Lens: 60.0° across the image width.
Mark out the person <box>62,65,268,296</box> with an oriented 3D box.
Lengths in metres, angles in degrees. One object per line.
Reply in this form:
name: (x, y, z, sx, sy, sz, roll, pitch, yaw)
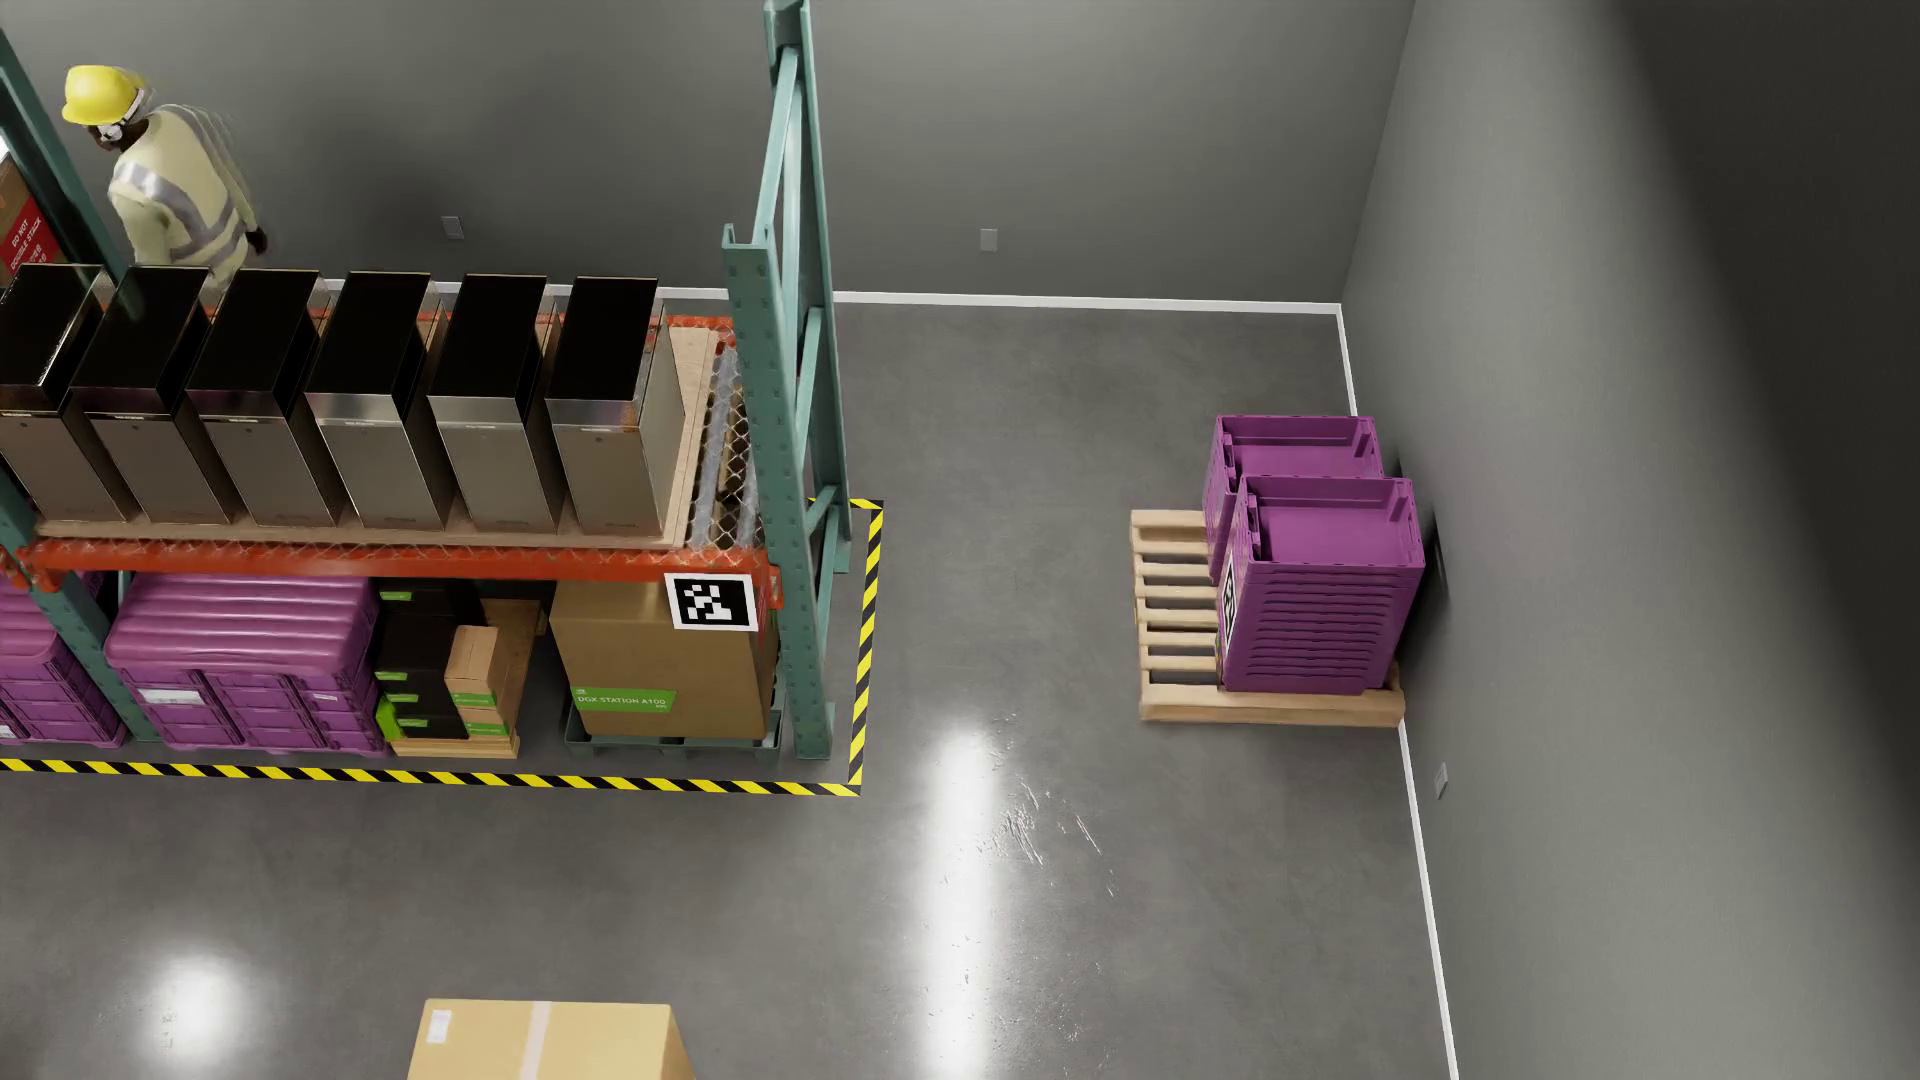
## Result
person: (-3.002, -1.150, 6.703, 0.953, 1.782, 0.604, 0, 52, 0)
